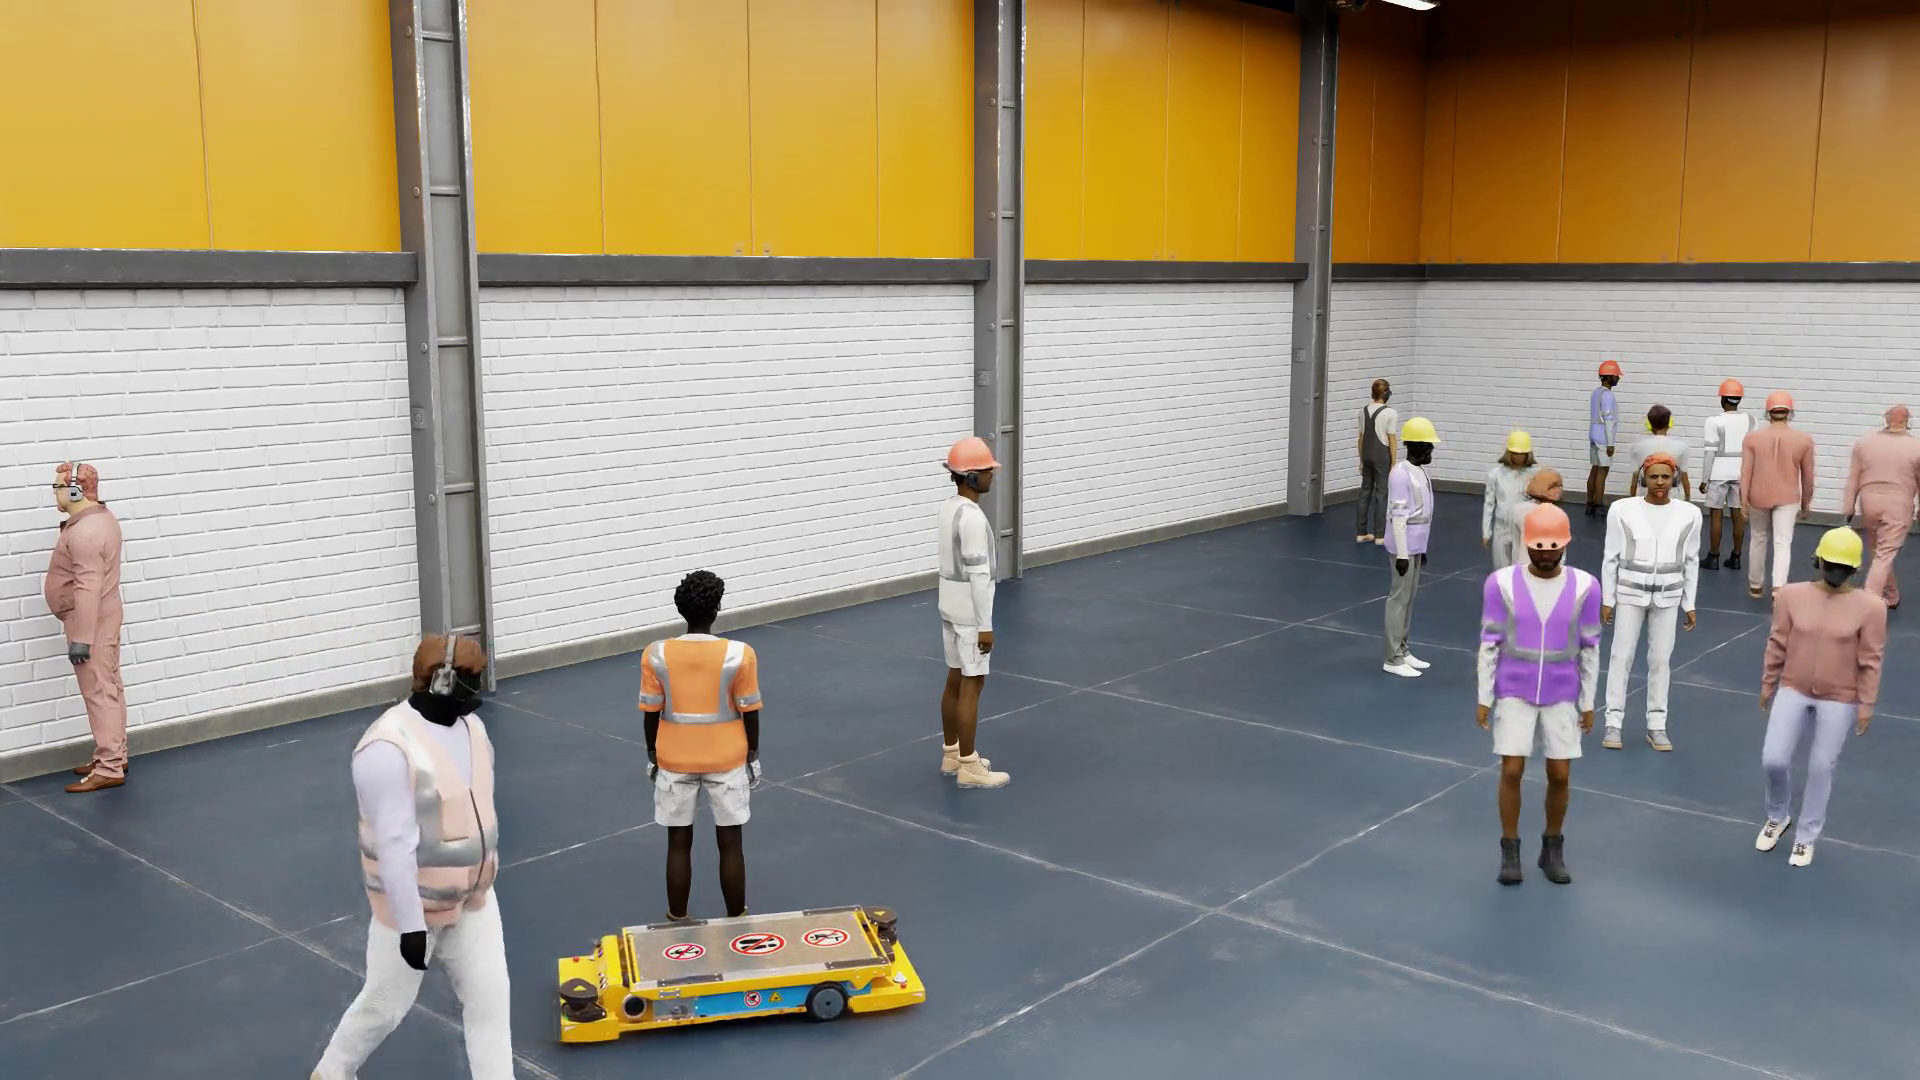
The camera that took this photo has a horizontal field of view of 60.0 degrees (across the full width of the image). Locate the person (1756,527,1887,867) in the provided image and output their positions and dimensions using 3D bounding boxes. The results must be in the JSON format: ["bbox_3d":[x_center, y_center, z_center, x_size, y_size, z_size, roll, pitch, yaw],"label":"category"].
[{"bbox_3d":[4.294,0.790,8.316,0.538,1.749,0.371,7,11,36],"label":"person"}]

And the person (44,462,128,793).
[{"bbox_3d":[-5.068,0.497,9.660,0.410,1.909,0.643,-3,10,-19],"label":"person"}]

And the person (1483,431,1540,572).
[{"bbox_3d":[4.637,-0.072,13.863,0.525,1.709,0.743,4,10,24],"label":"person"}]

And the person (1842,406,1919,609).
[{"bbox_3d":[8.126,-0.251,14.562,0.981,1.843,0.650,-7,12,-38],"label":"person"}]

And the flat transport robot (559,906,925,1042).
[{"bbox_3d":[-0.911,1.761,6.836,1.431,0.197,0.652,-2,9,-14],"label":"flat transport robot"}]

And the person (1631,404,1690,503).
[{"bbox_3d":[6.157,-0.266,14.635,0.560,1.846,0.476,6,11,34],"label":"person"}]

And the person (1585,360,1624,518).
[{"bbox_3d":[7.928,-1.237,20.450,0.356,1.939,0.543,0,9,1],"label":"person"}]

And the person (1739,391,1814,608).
[{"bbox_3d":[7.357,-0.368,15.003,0.615,1.945,1.035,4,10,25],"label":"person"}]

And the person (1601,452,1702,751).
[{"bbox_3d":[4.319,0.385,10.433,0.572,1.883,0.355,2,9,12],"label":"person"}]

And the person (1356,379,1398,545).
[{"bbox_3d":[4.620,-0.860,18.419,0.341,1.839,0.501,-7,11,-36],"label":"person"}]

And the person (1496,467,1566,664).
[{"bbox_3d":[4.119,0.275,11.980,0.714,1.605,0.507,-5,10,-27],"label":"person"}]

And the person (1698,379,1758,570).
[{"bbox_3d":[7.732,-0.655,16.794,0.543,1.938,0.356,-1,9,-6],"label":"person"}]

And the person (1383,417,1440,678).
[{"bbox_3d":[3.369,0.045,12.427,0.371,1.929,0.585,5,10,28],"label":"person"}]

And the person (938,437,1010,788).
[{"bbox_3d":[0.065,0.419,9.706,0.368,2.048,0.607,-3,10,-18],"label":"person"}]

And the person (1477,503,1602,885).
[{"bbox_3d":[2.805,0.759,8.090,0.561,1.916,0.480,2,9,13],"label":"person"}]

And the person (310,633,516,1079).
[{"bbox_3d":[-1.837,1.196,5.659,0.947,1.787,0.620,4,10,23],"label":"person"}]

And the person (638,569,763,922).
[{"bbox_3d":[-1.131,0.974,7.322,0.540,1.695,0.317,0,9,1],"label":"person"}]
